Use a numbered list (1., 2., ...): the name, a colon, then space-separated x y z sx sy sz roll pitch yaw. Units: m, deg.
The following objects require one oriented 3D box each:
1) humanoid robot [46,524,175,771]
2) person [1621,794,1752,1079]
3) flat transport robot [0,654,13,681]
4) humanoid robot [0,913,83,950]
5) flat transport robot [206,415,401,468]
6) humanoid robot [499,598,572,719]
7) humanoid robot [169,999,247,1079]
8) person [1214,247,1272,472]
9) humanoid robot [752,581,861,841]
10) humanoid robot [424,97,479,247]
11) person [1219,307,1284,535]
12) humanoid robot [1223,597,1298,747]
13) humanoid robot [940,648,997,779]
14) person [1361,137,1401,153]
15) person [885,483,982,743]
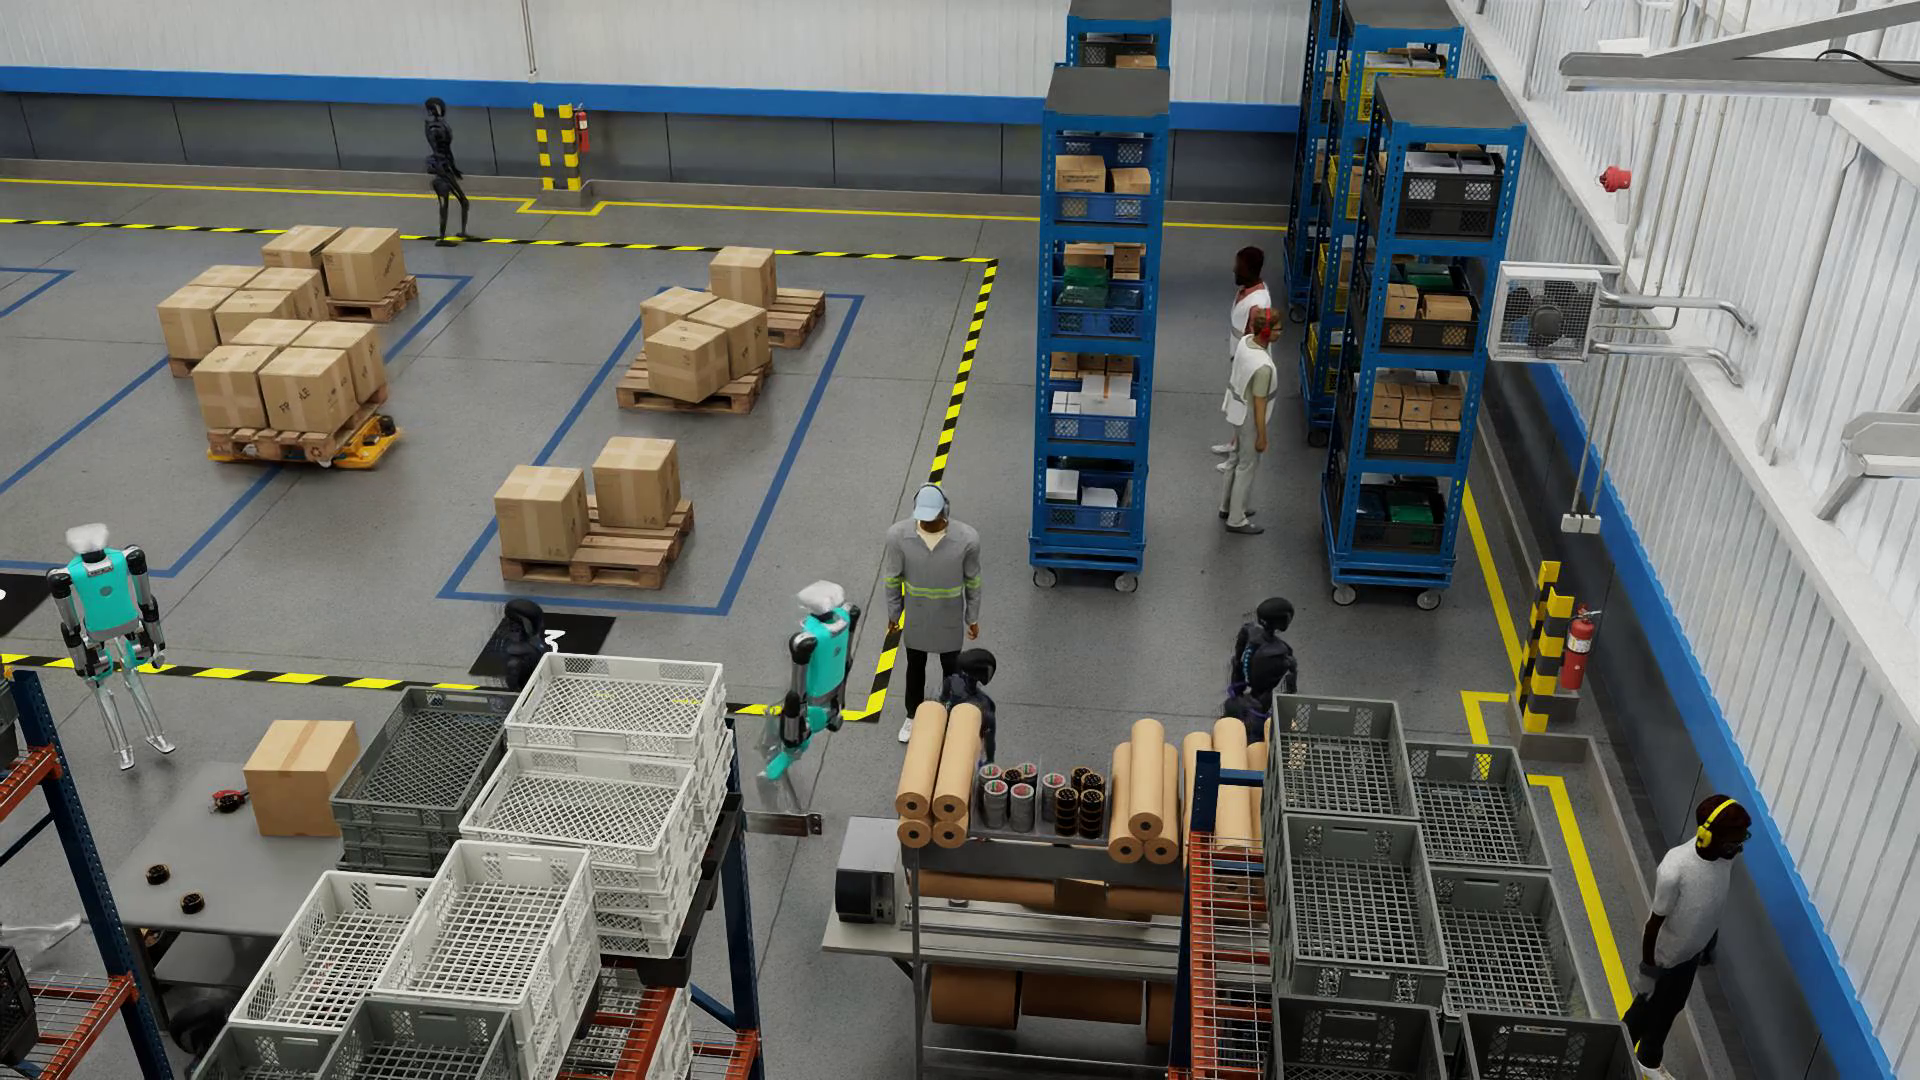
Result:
1. humanoid robot: -5.159 0.578 10.089 0.533 1.675 0.735 -22 37 -33
2. person: 3.365 1.934 7.774 0.502 1.861 0.332 -17 34 -27
3. flat transport robot: -7.142 0.969 11.010 1.431 0.231 0.659 3 30 6
4. humanoid robot: -5.215 1.595 8.464 1.022 1.736 0.543 -23 37 -34
5. flat transport robot: -5.586 -0.879 14.156 1.431 0.197 0.652 3 30 6
6. humanoid robot: -2.524 0.997 9.576 0.585 1.638 0.612 3 30 5
7. humanoid robot: -3.025 2.531 6.947 0.714 1.625 0.616 -21 36 -32
8. person: 2.333 -1.480 13.584 0.408 1.910 0.613 0 30 1
9. humanoid robot: -0.963 1.009 9.554 0.765 1.851 0.562 18 35 28
10. humanoid robot: -5.627 -4.017 18.174 0.453 1.644 0.599 -2 30 -3
11. person: 2.199 -0.911 12.683 0.382 1.838 0.563 -3 30 -5
12. humanoid robot: 1.637 1.036 9.517 0.660 1.637 0.590 -16 34 -26
13. humanoid robot: 0.030 1.282 9.081 0.589 1.640 0.610 -16 34 -26
14. person: 4.543 -3.976 17.923 0.509 1.860 0.319 22 37 32
15. person: -0.169 0.465 10.300 0.599 1.850 0.385 3 30 5
